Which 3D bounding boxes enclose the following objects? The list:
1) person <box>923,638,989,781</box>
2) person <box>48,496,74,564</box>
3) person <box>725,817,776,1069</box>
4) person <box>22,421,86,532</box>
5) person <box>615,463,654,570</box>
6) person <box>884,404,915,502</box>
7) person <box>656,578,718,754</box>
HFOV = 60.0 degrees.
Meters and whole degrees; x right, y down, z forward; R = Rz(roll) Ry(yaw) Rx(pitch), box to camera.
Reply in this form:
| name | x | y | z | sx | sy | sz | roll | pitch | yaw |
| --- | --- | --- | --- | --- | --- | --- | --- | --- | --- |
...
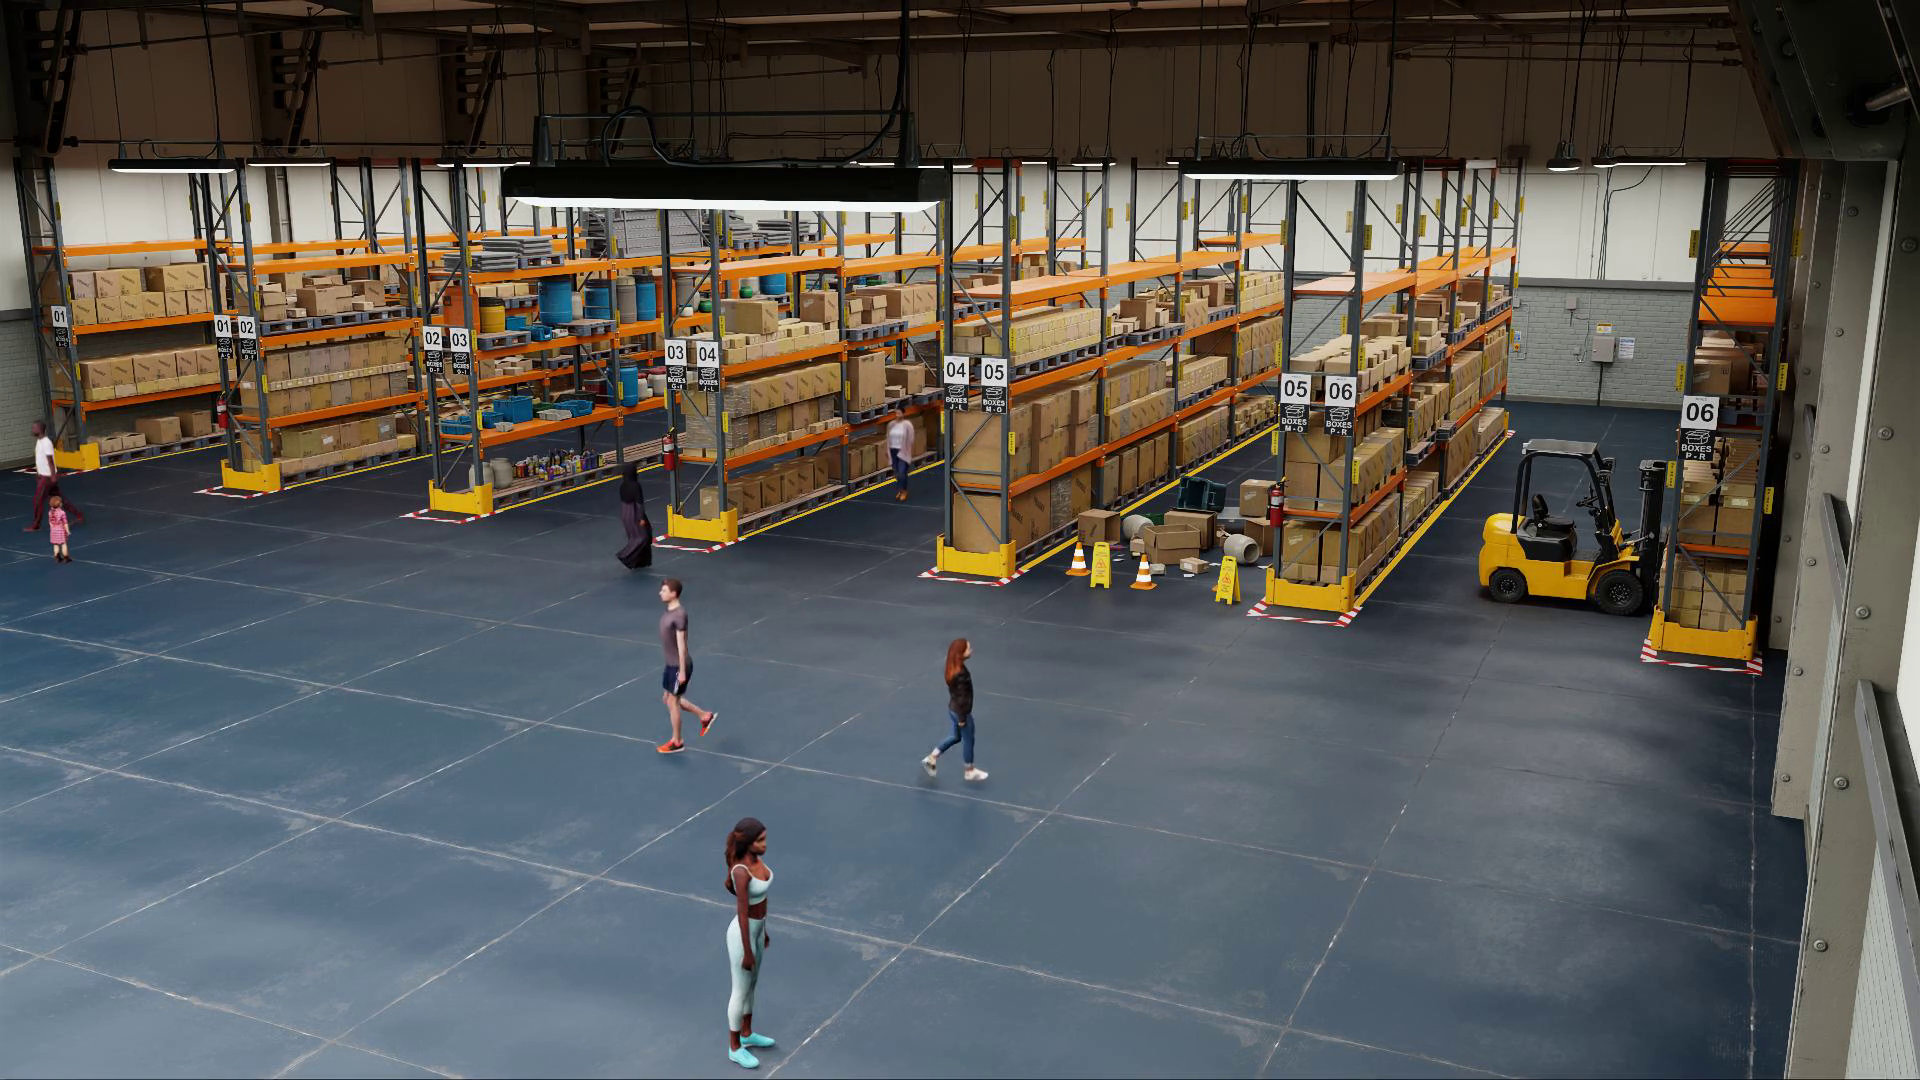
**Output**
| name | x | y | z | sx | sy | sz | roll | pitch | yaw |
| --- | --- | --- | --- | --- | --- | --- | --- | --- | --- |
| person | -0.064 | 1.669 | 16.310 | 0.934 | 1.466 | 0.894 | -4 | 14 | -15 |
| person | -13.668 | -0.165 | 25.214 | 0.489 | 1.021 | 0.522 | 0 | 13 | 2 |
| person | -1.433 | 2.697 | 11.294 | 0.677 | 1.725 | 0.536 | 3 | 13 | 11 |
| person | -14.889 | -1.048 | 27.320 | 1.287 | 1.792 | 1.045 | -10 | 16 | -36 |
| person | -4.886 | -0.332 | 24.646 | 0.947 | 1.602 | 0.775 | -12 | 18 | -42 |
| person | -1.032 | -1.586 | 29.788 | 0.704 | 1.726 | 0.717 | 8 | 15 | 30 |
| person | -2.830 | 1.290 | 17.125 | 1.034 | 1.836 | 0.947 | -6 | 14 | -25 |
